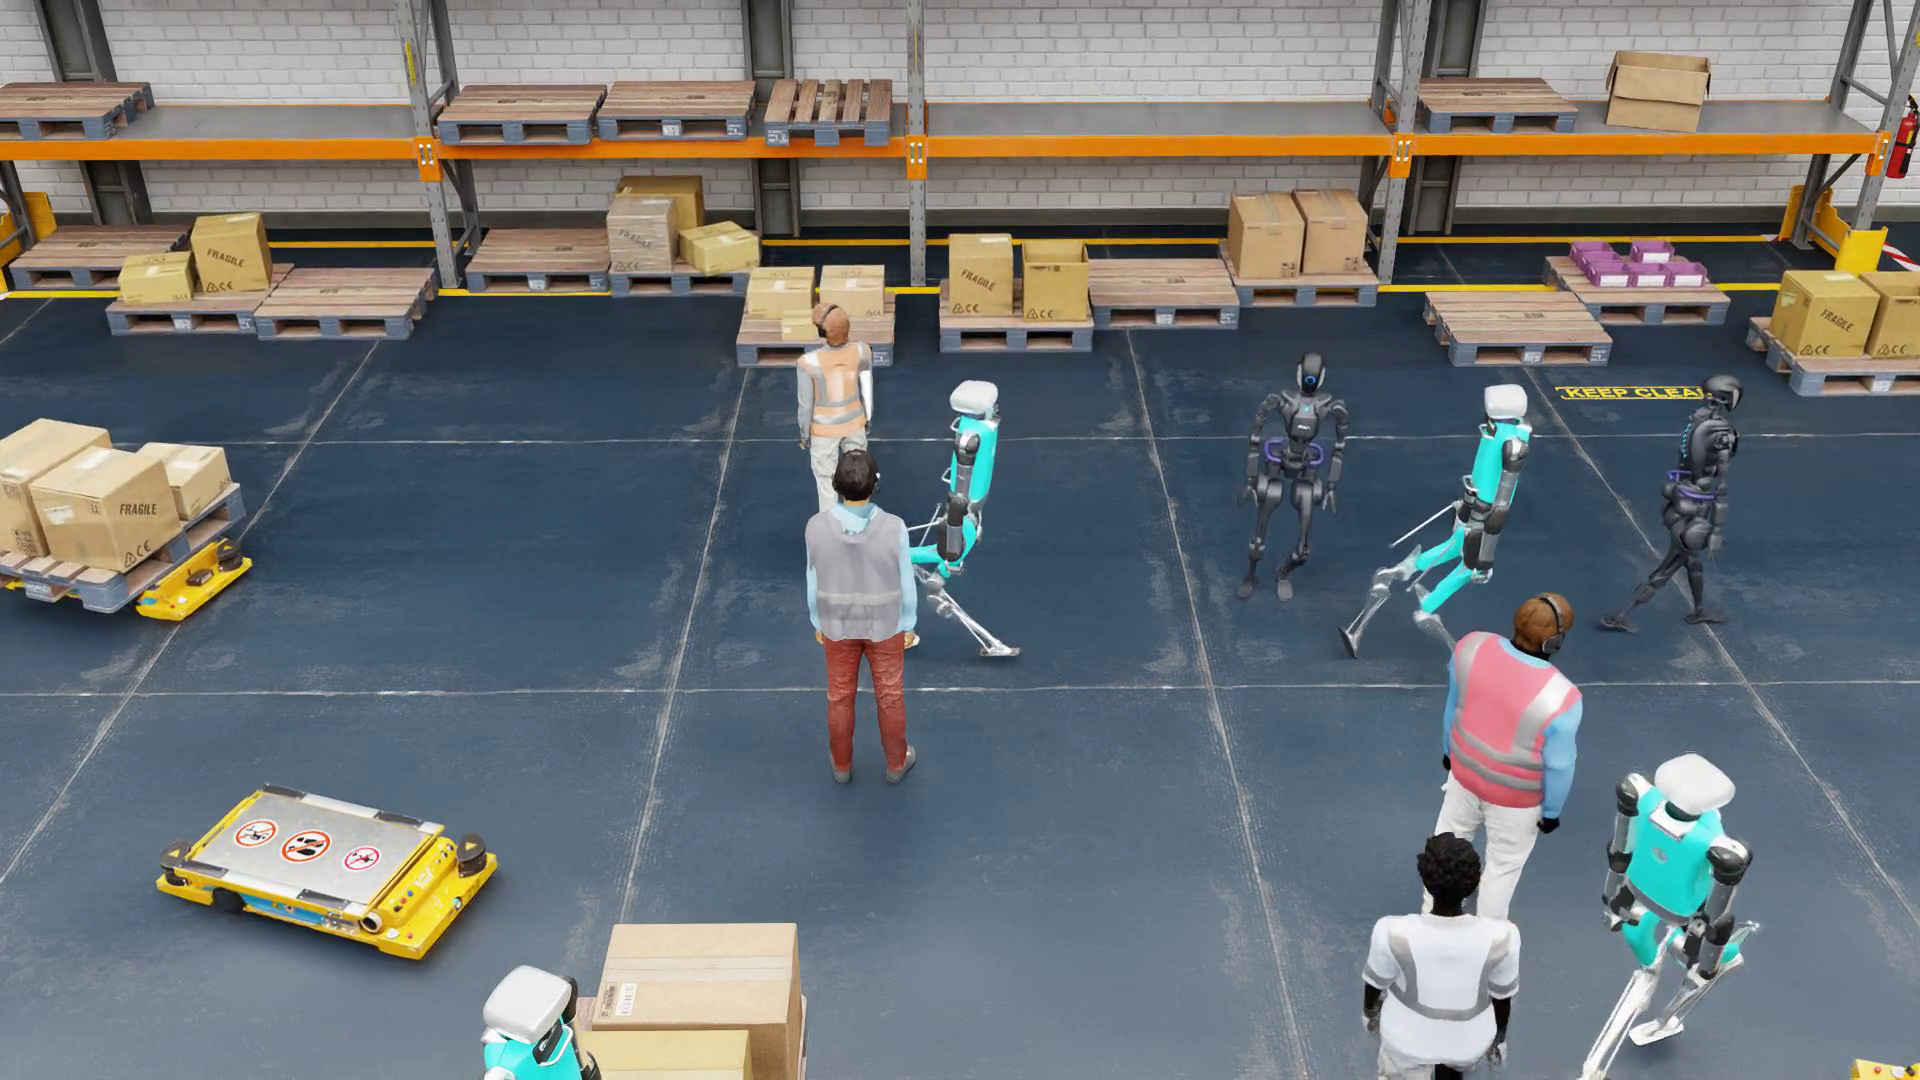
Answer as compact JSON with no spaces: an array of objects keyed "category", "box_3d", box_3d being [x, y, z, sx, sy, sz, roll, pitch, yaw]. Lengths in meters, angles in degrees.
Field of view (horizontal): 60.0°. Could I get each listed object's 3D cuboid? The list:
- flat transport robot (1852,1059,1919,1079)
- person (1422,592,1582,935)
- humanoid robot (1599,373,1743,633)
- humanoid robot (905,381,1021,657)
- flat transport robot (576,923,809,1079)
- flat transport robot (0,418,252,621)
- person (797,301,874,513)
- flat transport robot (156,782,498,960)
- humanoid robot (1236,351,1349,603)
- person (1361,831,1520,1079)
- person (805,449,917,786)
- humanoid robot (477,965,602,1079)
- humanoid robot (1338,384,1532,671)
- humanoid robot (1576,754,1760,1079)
[{"category":"flat transport robot","box_3d":[4.296,2.396,6.422,1.431,0.231,0.659,8,32,13]},{"category":"person","box_3d":[2.345,1.020,7.200,0.432,1.835,0.630,-21,37,-31]},{"category":"humanoid robot","box_3d":[4.143,-0.182,9.396,0.795,1.621,0.600,0,31,0]},{"category":"humanoid robot","box_3d":[-0.157,-0.077,9.153,1.036,1.750,0.545,8,32,13]},{"category":"flat transport robot","box_3d":[-1.121,2.429,6.367,1.431,0.231,0.659,0,31,-1]},{"category":"flat transport robot","box_3d":[-5.150,0.148,10.164,1.431,0.231,0.659,9,32,15]},{"category":"person","box_3d":[-0.756,-0.687,10.215,0.521,1.645,0.304,-17,35,-26]},{"category":"flat transport robot","box_3d":[-2.989,1.540,7.847,1.431,0.231,0.659,10,32,16]},{"category":"humanoid robot","box_3d":[1.908,-0.362,9.645,0.589,1.638,0.389,2,31,3]},{"category":"person","box_3d":[1.721,1.757,6.110,0.547,1.670,0.555,3,31,5]},{"category":"person","box_3d":[-0.476,0.418,8.151,0.533,1.880,0.410,1,31,2]},{"category":"humanoid robot","box_3d":[-1.093,2.084,5.386,0.735,1.677,0.533,7,32,11]},{"category":"humanoid robot","box_3d":[2.515,-0.019,9.041,0.971,1.772,0.536,2,31,3]},{"category":"humanoid robot","box_3d":[2.881,1.472,6.545,0.884,1.748,0.563,-19,36,-28]}]
